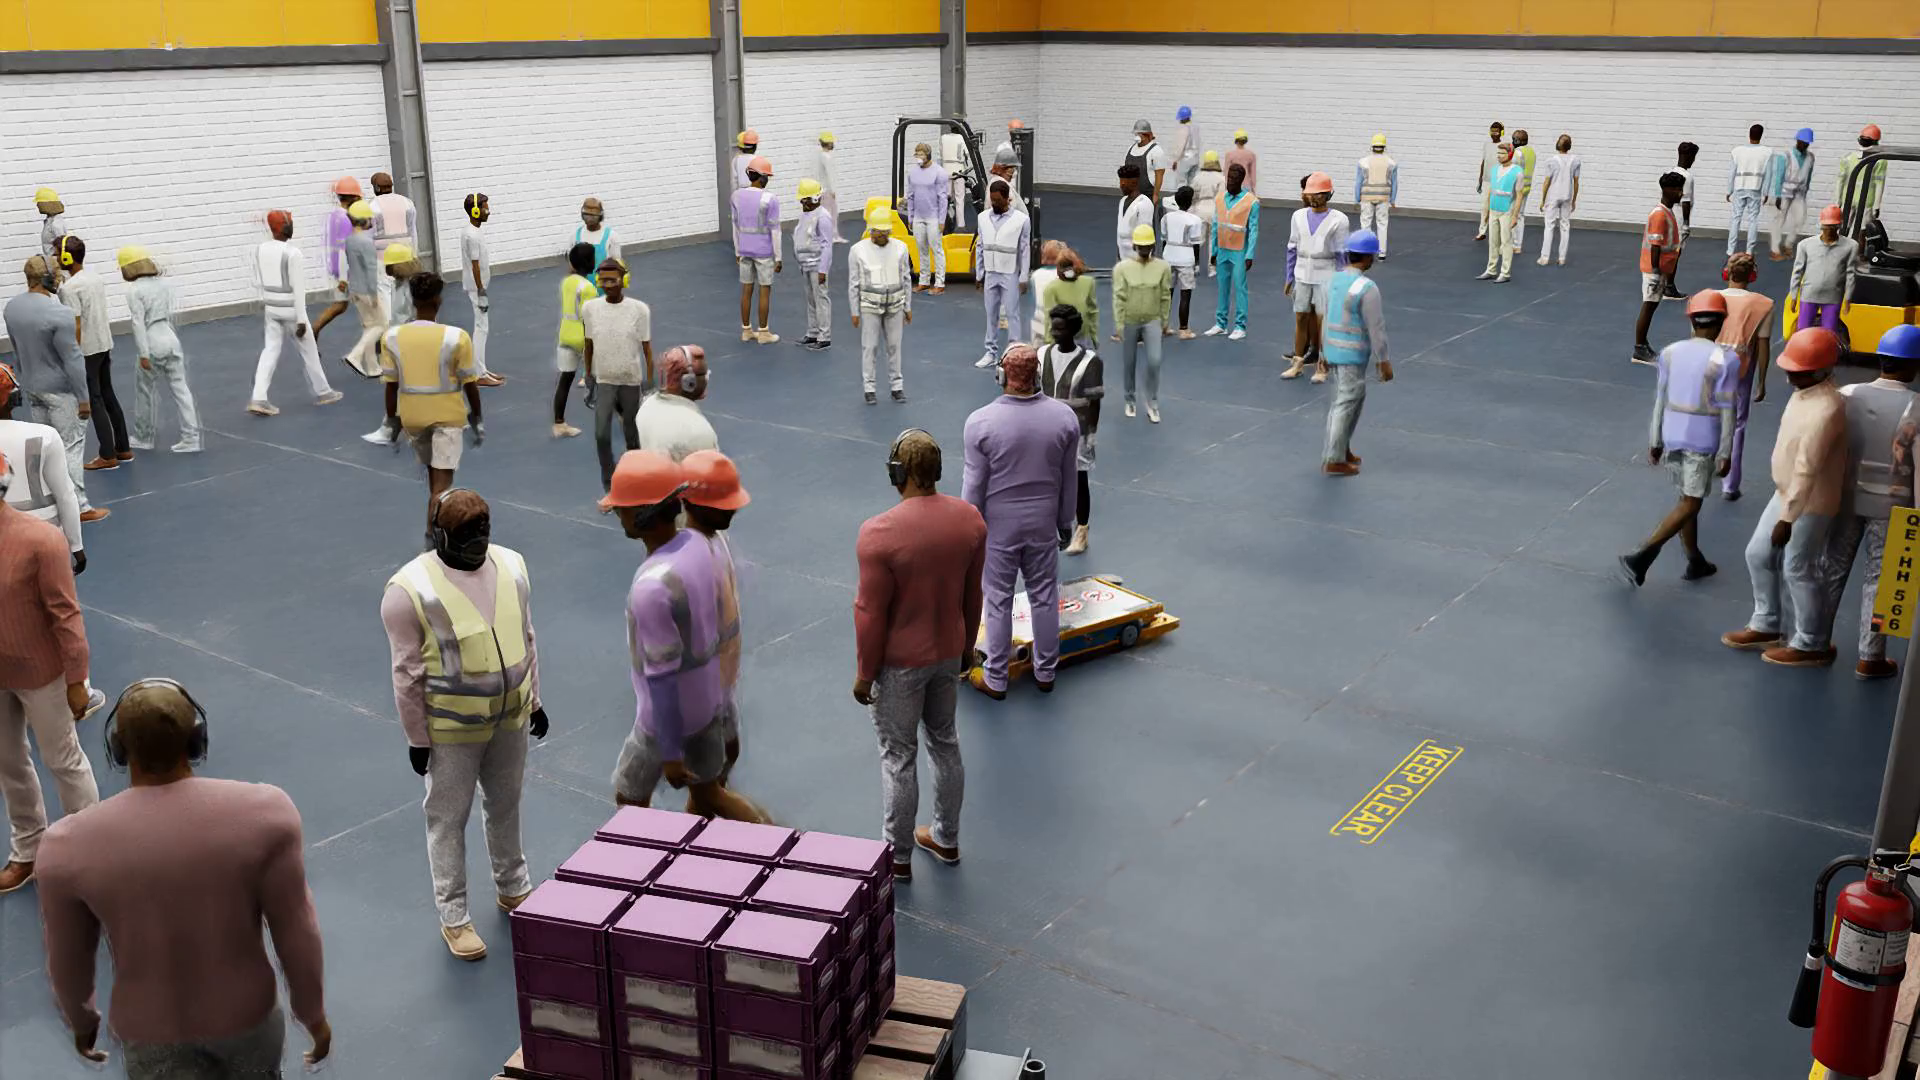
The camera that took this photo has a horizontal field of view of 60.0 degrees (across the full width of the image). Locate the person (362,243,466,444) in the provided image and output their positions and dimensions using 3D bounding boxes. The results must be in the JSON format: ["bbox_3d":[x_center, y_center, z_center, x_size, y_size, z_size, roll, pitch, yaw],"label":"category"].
[{"bbox_3d":[-4.657,-1.666,14.046,0.951,1.678,0.517,-13,22,-36],"label":"person"}]

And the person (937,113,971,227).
[{"bbox_3d":[-0.083,-5.940,27.019,0.593,1.926,0.366,9,20,26],"label":"person"}]

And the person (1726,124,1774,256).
[{"bbox_3d":[11.677,-5.175,24.640,0.589,1.920,0.392,9,20,27],"label":"person"}]

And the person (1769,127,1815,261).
[{"bbox_3d":[12.020,-4.986,24.050,0.617,1.922,0.471,-2,18,-7],"label":"person"}]

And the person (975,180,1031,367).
[{"bbox_3d":[0.431,-2.684,16.862,0.594,1.910,0.384,10,20,28],"label":"person"}]

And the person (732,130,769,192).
[{"bbox_3d":[-2.891,-4.730,23.220,0.552,1.935,0.364,9,20,25],"label":"person"}]

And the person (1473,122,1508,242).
[{"bbox_3d":[8.361,-5.620,26.136,0.334,1.860,0.509,-14,23,-38],"label":"person"}]

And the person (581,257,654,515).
[{"bbox_3d":[-2.477,-1.096,11.983,0.554,1.852,0.642,0,18,0],"label":"person"}]

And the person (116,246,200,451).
[{"bbox_3d":[-6.682,-1.564,13.698,0.806,1.683,0.502,5,18,15],"label":"person"}]

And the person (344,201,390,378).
[{"bbox_3d":[-5.864,-2.440,16.332,0.438,1.753,0.531,-16,24,-40],"label":"person"}]

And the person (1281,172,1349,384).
[{"bbox_3d":[3.453,-2.552,16.234,0.615,2.042,0.372,13,22,34],"label":"person"}]

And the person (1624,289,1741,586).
[{"bbox_3d":[4.538,-0.612,10.457,0.845,1.887,0.568,-9,20,-27],"label":"person"}]

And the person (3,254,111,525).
[{"bbox_3d":[-6.364,-1.043,11.709,0.635,1.929,0.382,8,19,24],"label":"person"}]

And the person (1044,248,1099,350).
[{"bbox_3d":[0.974,-1.725,14.368,0.591,1.600,0.391,-9,20,-27],"label":"person"}]

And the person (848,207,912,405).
[{"bbox_3d":[-0.729,-2.161,15.377,0.600,1.821,0.403,-6,19,-18],"label":"person"}]

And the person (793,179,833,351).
[{"bbox_3d":[-1.575,-2.947,17.828,0.404,1.824,0.586,-9,20,-25],"label":"person"}]

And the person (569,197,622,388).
[{"bbox_3d":[-3.502,-2.379,16.023,0.539,1.838,0.361,4,18,11],"label":"person"}]

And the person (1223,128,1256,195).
[{"bbox_3d":[4.403,-5.551,26.076,0.526,1.754,0.581,-4,18,-12],"label":"person"}]

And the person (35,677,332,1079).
[{"bbox_3d":[-2.109,1.245,4.591,0.660,1.895,0.966,-8,19,-23],"label":"person"}]

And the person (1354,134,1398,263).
[{"bbox_3d":[5.995,-4.928,24.013,0.600,1.827,0.404,3,18,8],"label":"person"}]

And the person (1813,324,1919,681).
[{"bbox_3d":[4.963,-0.203,9.044,0.399,1.943,0.615,-14,22,-36],"label":"person"}]

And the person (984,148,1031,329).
[{"bbox_3d":[0.547,-3.471,19.113,0.538,2.000,0.689,-1,18,-2],"label":"person"}]

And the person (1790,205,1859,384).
[{"bbox_3d":[8.381,-2.380,16.185,0.568,1.746,0.343,8,19,24],"label":"person"}]

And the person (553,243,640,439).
[{"bbox_3d":[-3.160,-1.714,14.240,0.875,1.642,0.538,-15,23,-40],"label":"person"}]

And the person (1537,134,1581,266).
[{"bbox_3d":[8.535,-4.839,23.708,0.509,1.846,0.342,0,18,1],"label":"person"}]

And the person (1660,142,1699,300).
[{"bbox_3d":[9.034,-4.025,20.979,0.369,1.958,0.602,-2,18,-7],"label":"person"}]

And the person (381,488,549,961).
[{"bbox_3d":[-1.860,0.691,6.417,0.430,1.845,0.619,14,23,38],"label":"person"}]

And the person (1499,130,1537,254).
[{"bbox_3d":[8.287,-5.180,24.809,0.635,1.831,0.429,-15,23,-39],"label":"person"}]

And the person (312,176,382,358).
[{"bbox_3d":[-6.471,-2.826,17.347,0.927,1.898,0.549,-12,21,-32],"label":"person"}]

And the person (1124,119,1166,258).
[{"bbox_3d":[2.583,-5.030,23.989,0.539,2.000,0.689,-15,23,-40],"label":"person"}]

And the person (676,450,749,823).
[{"bbox_3d":[-1.004,0.555,6.724,0.382,1.922,0.561,1,18,2],"label":"person"}]

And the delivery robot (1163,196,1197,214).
[{"bbox_3d":[3.751,-5.724,28.412,0.477,0.478,0.707,-6,19,-19],"label":"delivery robot"}]
